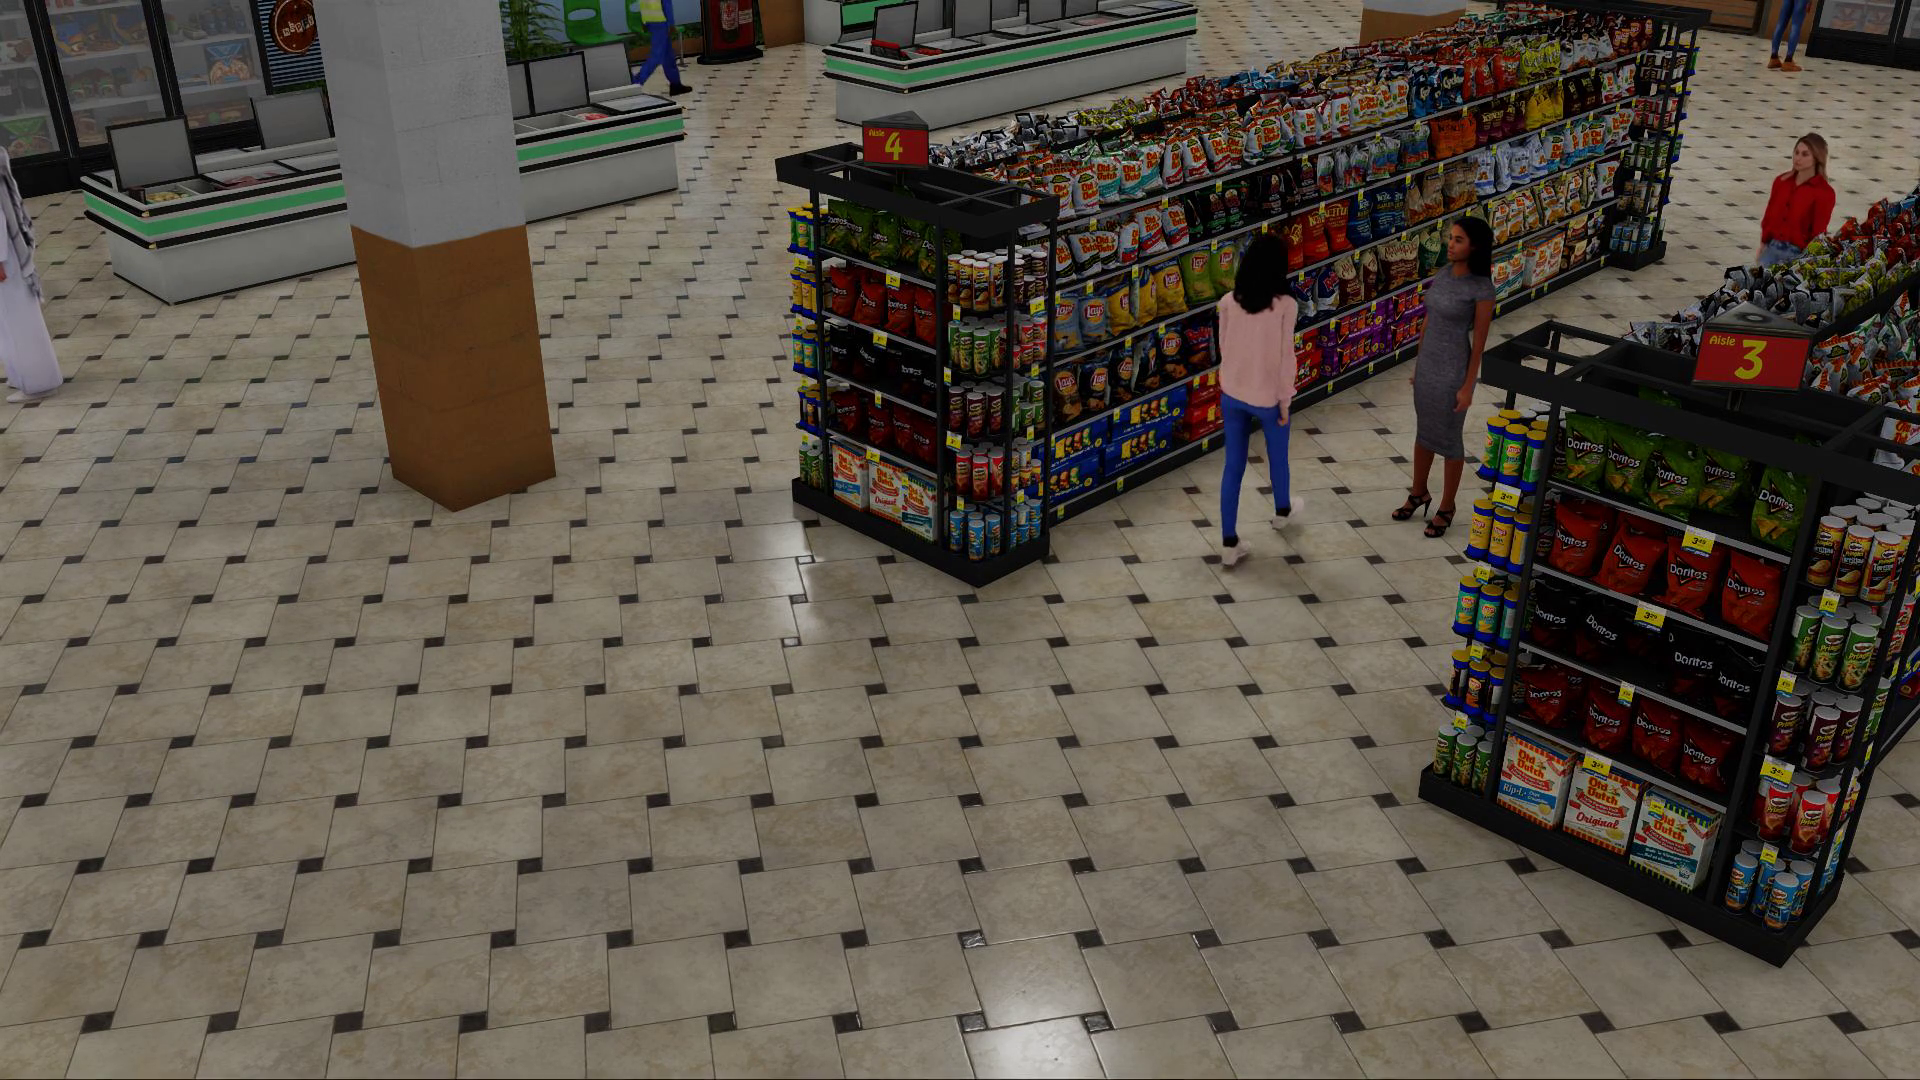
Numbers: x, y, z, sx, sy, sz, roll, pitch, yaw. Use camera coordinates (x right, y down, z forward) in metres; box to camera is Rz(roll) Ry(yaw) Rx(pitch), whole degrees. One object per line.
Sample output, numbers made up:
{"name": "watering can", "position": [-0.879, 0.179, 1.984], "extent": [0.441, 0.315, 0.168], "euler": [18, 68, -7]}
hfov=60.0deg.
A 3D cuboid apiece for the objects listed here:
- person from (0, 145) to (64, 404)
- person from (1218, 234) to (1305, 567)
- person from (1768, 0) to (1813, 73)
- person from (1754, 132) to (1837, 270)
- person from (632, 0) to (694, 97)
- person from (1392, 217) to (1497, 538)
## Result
{"name": "person", "position": [-6.211, -1.862, 10.787], "extent": [0.755, 1.927, 0.764], "euler": [-12, 29, -23]}
{"name": "person", "position": [1.482, -0.682, 8.679], "extent": [0.773, 1.728, 1.058], "euler": [19, 32, 32]}
{"name": "person", "position": [10.346, -6.702, 20.570], "extent": [0.668, 1.711, 0.673], "euler": [-8, 28, -16]}
{"name": "person", "position": [5.522, -1.855, 11.023], "extent": [0.664, 1.700, 0.688], "euler": [-15, 31, -27]}
{"name": "person", "position": [-3.516, -5.882, 18.865], "extent": [1.165, 1.790, 0.765], "euler": [-19, 32, -32]}
{"name": "person", "position": [2.638, -0.877, 9.005], "extent": [0.612, 1.781, 0.640], "euler": [-13, 30, -24]}
